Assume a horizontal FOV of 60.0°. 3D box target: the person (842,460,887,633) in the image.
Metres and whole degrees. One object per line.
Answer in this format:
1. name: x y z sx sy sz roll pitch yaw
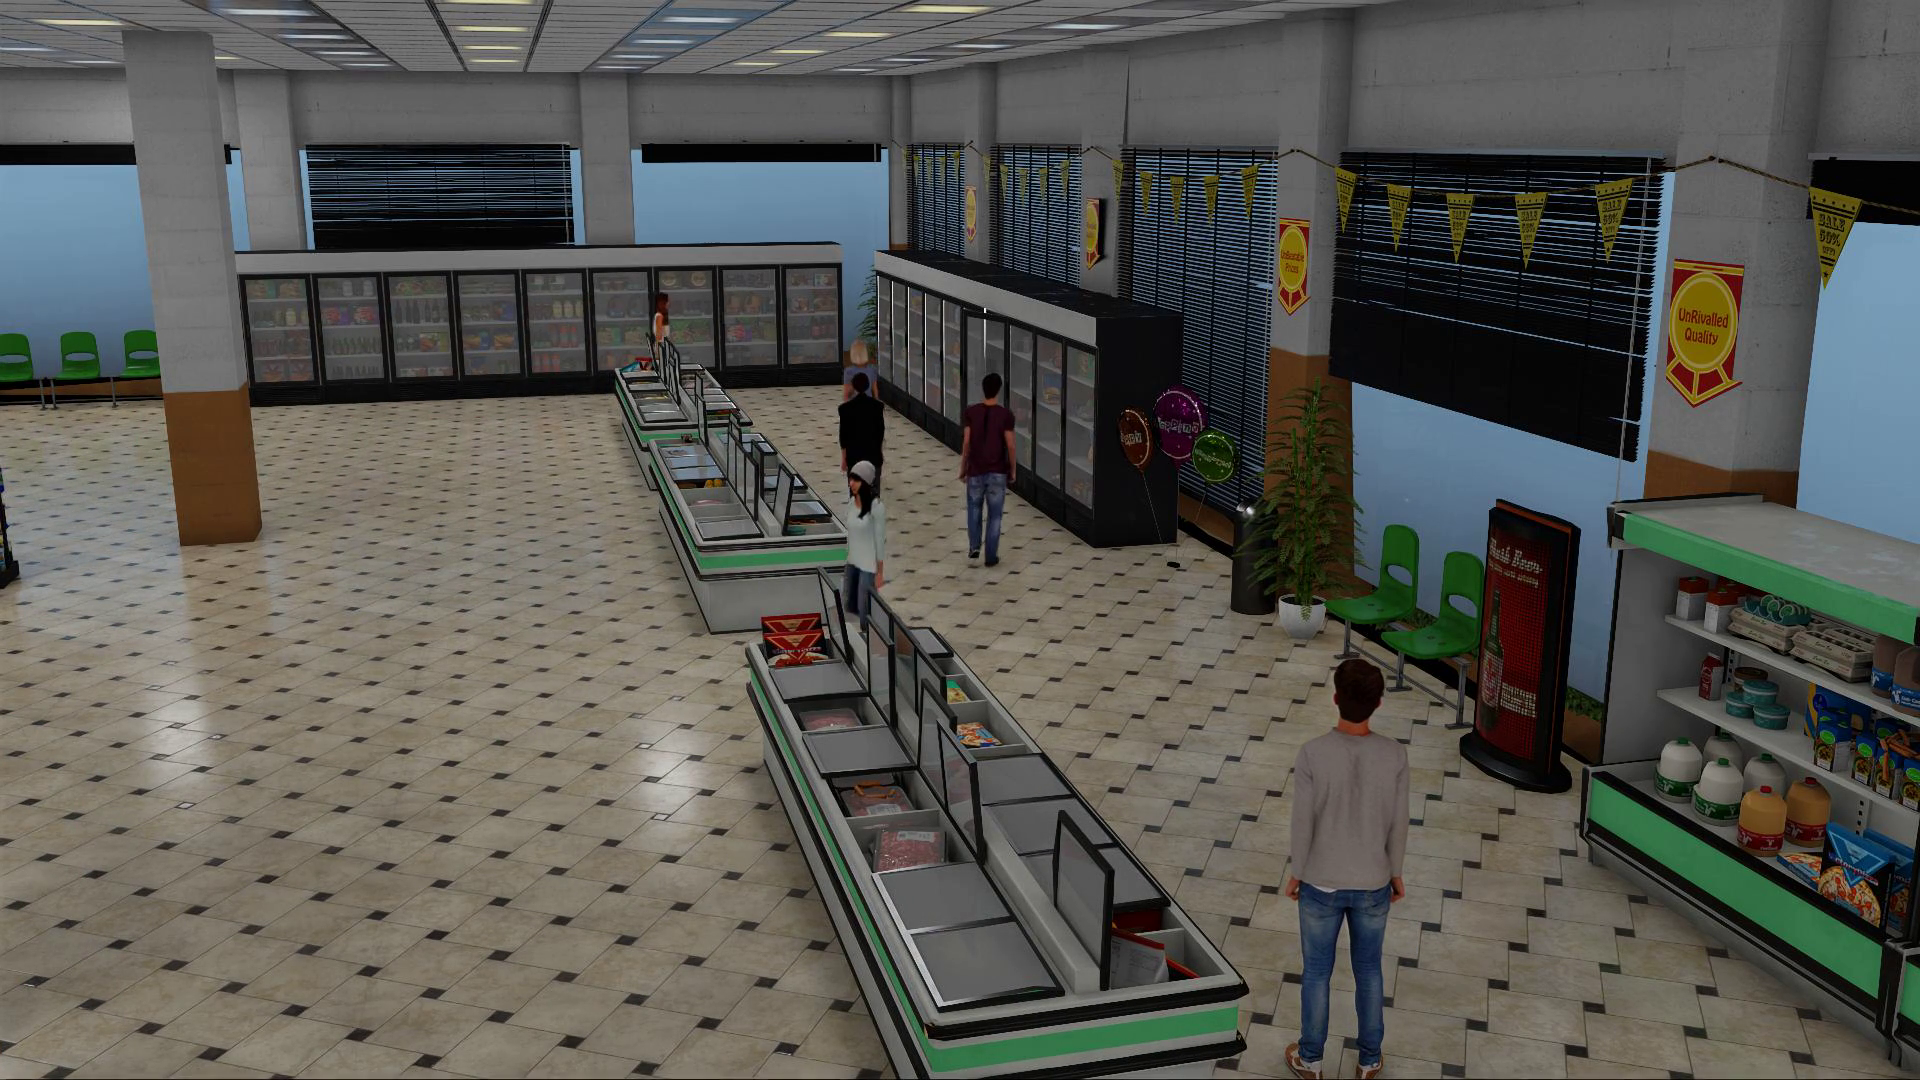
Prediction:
1. person: -0.660 0.187 12.747 0.840 1.636 0.809 -12 18 -41

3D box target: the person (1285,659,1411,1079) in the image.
1. person: 1.643 1.428 7.060 0.722 1.905 0.687 1 14 2

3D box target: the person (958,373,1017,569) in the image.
1. person: 0.240 -0.634 15.706 0.821 1.837 0.835 3 14 11

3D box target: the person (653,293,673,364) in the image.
1. person: -4.472 -2.732 24.495 0.740 1.771 0.679 -1 14 -5

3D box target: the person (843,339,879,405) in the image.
1. person: -1.128 -1.475 19.435 0.663 1.713 0.802 -6 15 -24

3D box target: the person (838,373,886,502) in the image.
1. person: -0.945 -0.796 16.700 0.646 1.683 1.064 -3 14 -14
